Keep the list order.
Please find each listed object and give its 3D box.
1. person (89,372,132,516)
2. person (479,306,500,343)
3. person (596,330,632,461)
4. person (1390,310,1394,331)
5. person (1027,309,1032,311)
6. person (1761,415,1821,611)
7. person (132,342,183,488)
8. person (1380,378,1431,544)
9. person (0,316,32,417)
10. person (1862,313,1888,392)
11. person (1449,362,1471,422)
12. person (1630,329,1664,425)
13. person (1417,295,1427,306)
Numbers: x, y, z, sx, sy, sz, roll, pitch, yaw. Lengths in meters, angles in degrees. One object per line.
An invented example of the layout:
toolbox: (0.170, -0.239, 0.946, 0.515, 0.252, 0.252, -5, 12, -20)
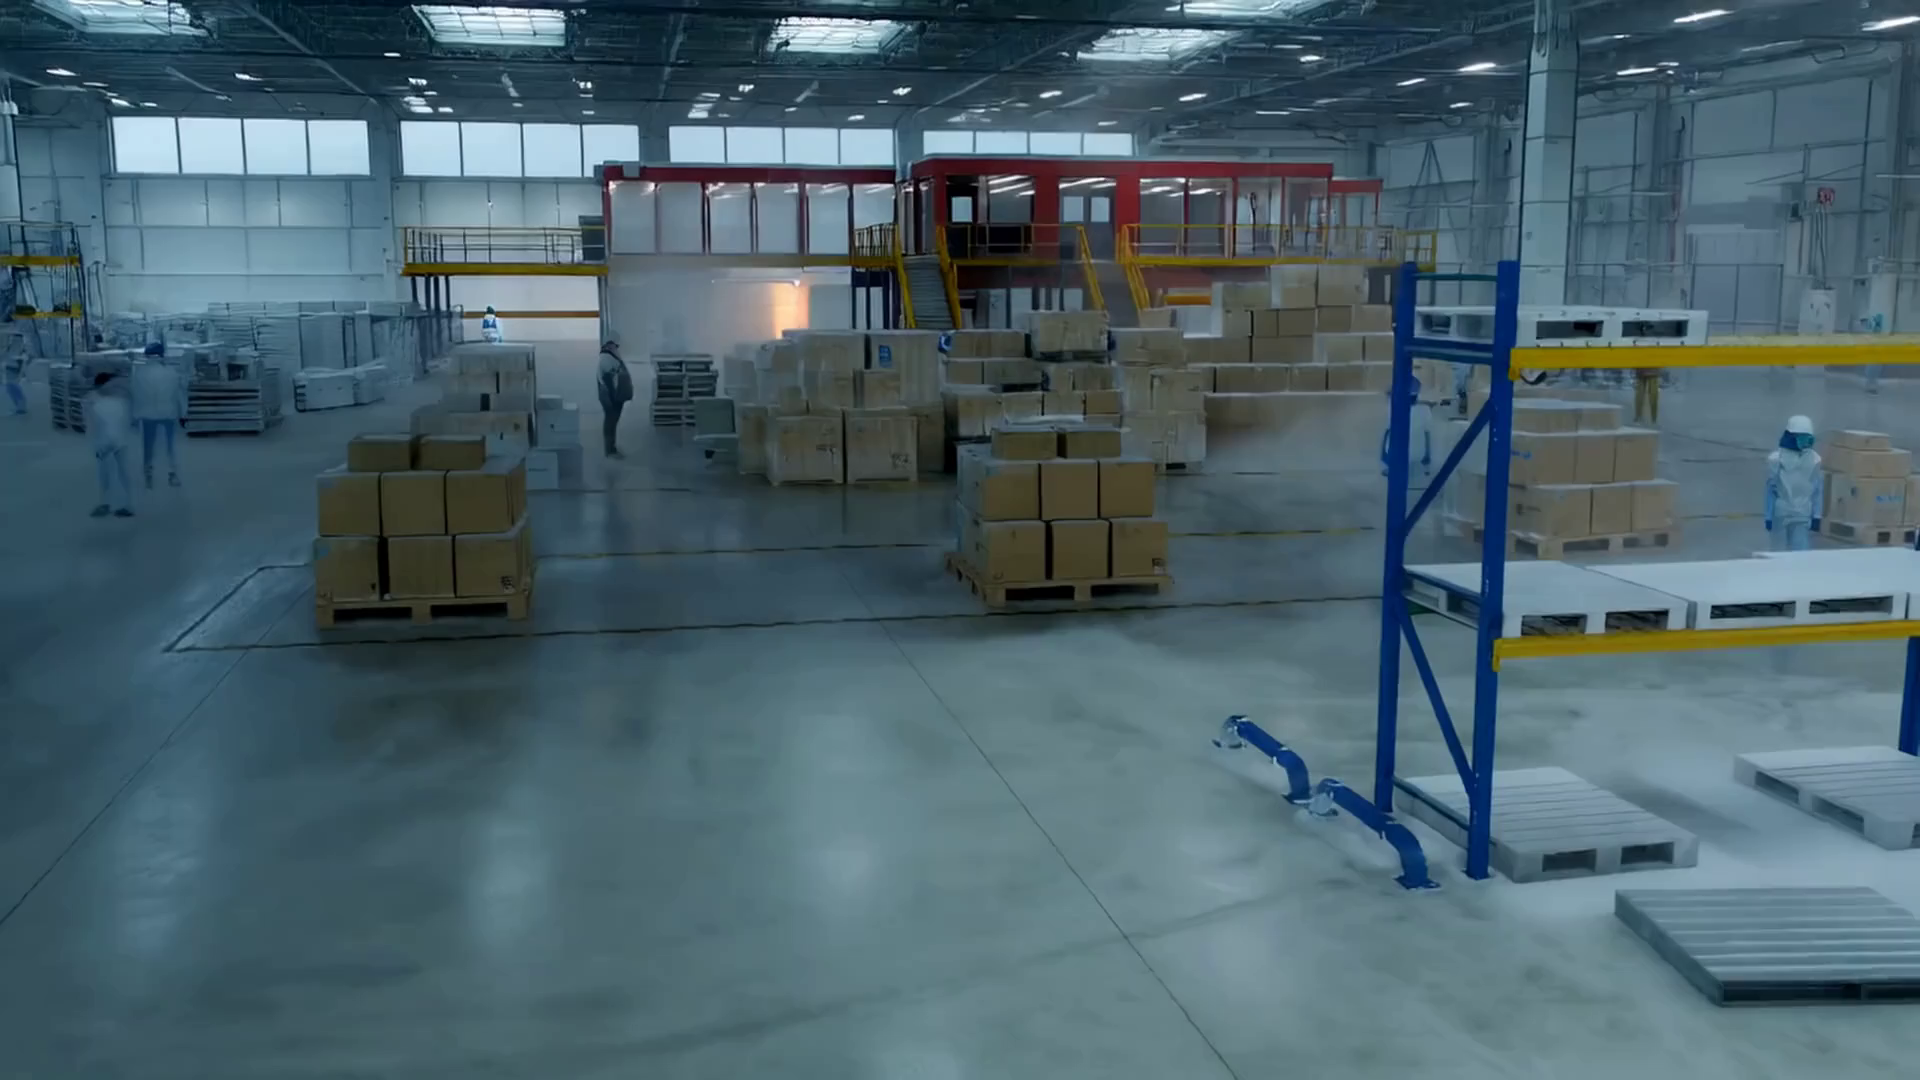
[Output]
person: (-10.309, -1.153, 20.066, 0.622, 1.743, 0.556, 3, 10, 17)
person: (-14.315, -6.194, 50.604, 0.595, 1.828, 1.025, -2, 10, -13)
person: (-5.387, -2.261, 25.957, 0.539, 2.000, 0.689, -2, 9, -10)
person: (11.775, -5.347, 45.387, 0.621, 1.840, 0.430, 3, 10, 19)
person: (1.778, -4.903, 42.391, 0.544, 1.933, 0.376, 2, 9, 9)
person: (7.196, -0.215, 14.392, 0.487, 1.744, 0.294, -1, 9, -7)
person: (-10.967, -1.713, 22.761, 0.621, 1.990, 0.391, -7, 12, -37)
person: (4.838, -0.850, 18.053, 0.496, 1.813, 0.967, 1, 9, 6)
person: (-19.059, -3.477, 33.419, 0.633, 2.023, 0.425, 4, 10, 23)
person: (22.025, -4.508, 40.035, 0.614, 1.916, 0.449, -1, 9, -5)
person: (9.757, -3.258, 32.399, 0.387, 1.932, 0.623, 3, 10, 17)
person: (13.078, -3.102, 31.711, 0.623, 1.839, 0.429, -1, 9, -4)
person: (17.220, -8.156, 62.094, 0.614, 1.973, 0.835, -4, 10, -23)
